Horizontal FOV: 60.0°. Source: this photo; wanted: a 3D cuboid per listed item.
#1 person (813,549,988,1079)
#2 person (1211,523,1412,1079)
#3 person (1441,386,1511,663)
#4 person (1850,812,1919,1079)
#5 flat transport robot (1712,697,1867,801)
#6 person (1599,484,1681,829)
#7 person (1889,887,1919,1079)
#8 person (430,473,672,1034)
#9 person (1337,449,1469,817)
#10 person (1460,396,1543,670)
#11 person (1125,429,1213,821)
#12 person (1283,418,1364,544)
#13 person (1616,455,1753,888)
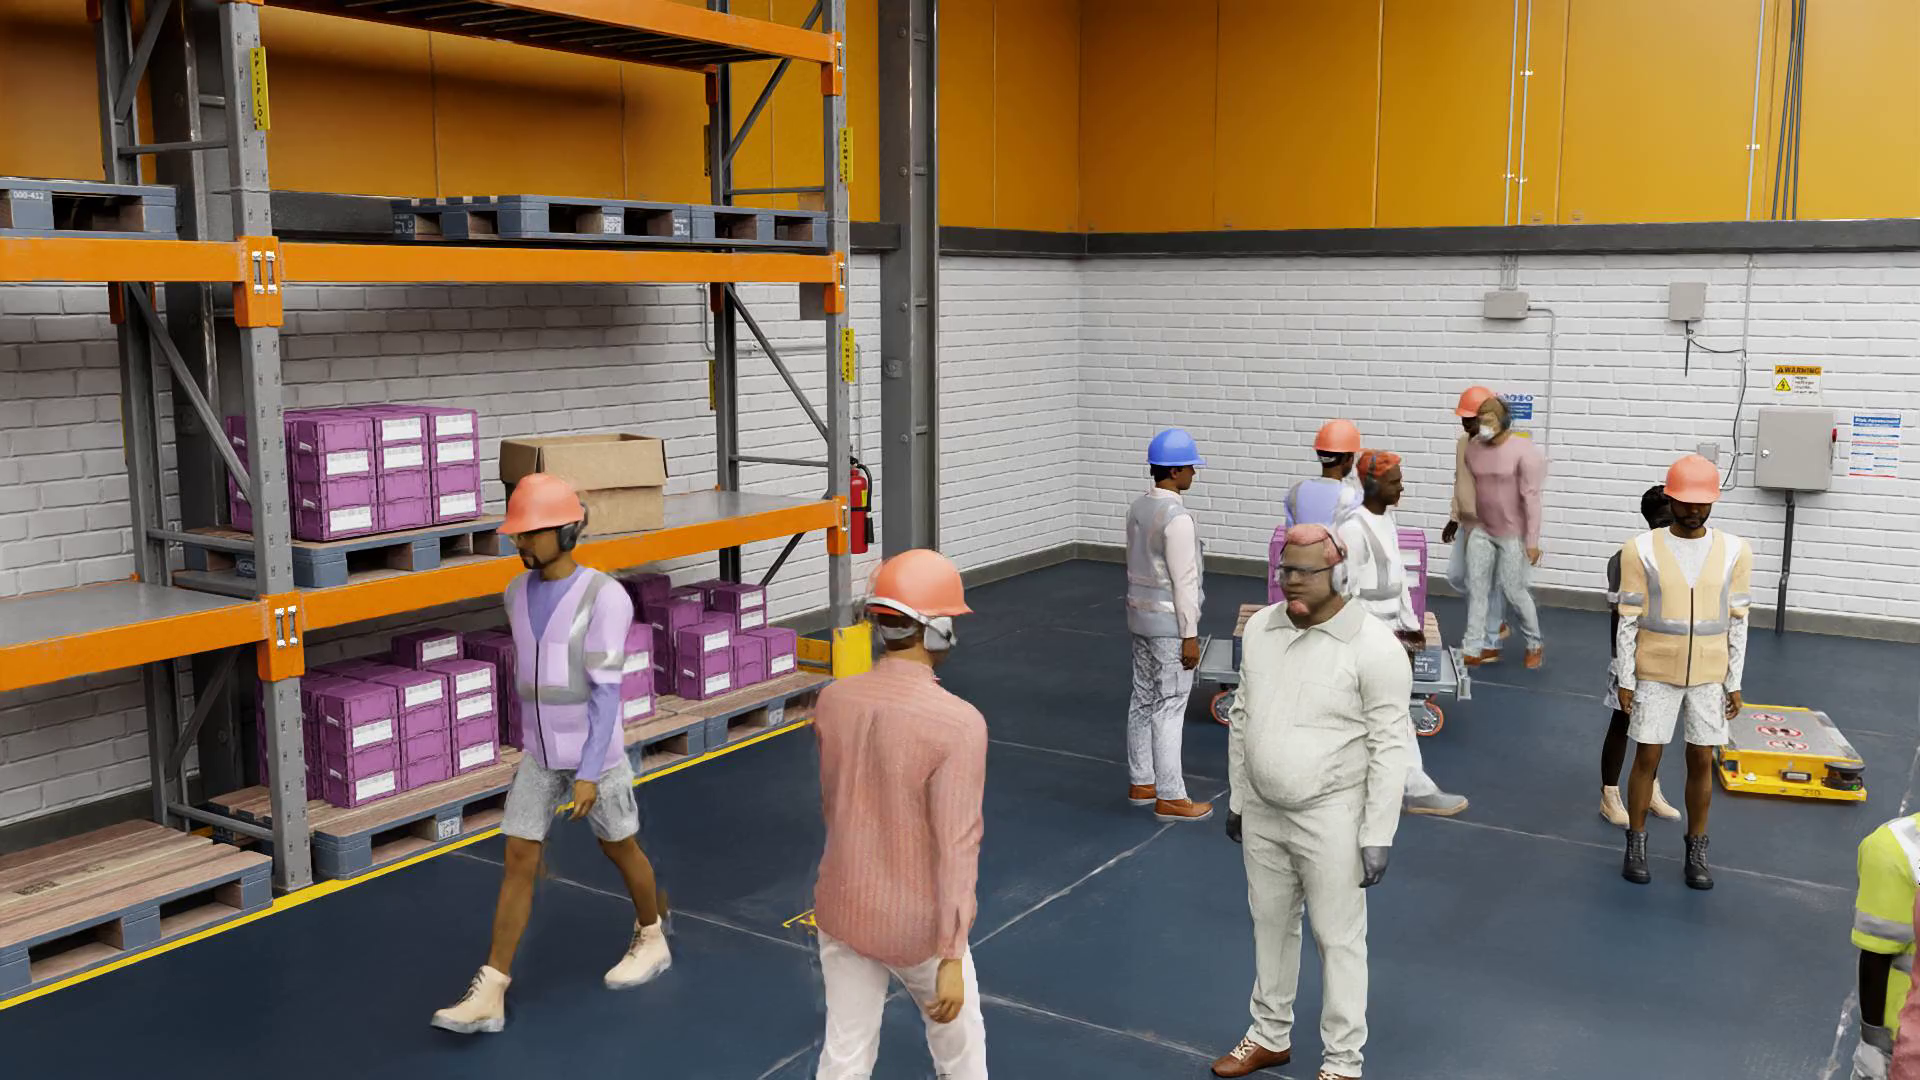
[{"bbox_3d":[-0.103,0.995,4.549,0.625,1.942,0.958,6,11,36],"label":"person"},{"bbox_3d":[1.109,0.887,5.386,0.408,1.905,0.654,-7,11,-40],"label":"person"},{"bbox_3d":[3.627,-0.100,11.614,0.520,1.960,0.642,-2,9,-11],"label":"person"},{"bbox_3d":[2.389,1.203,3.999,0.535,1.699,0.321,0,9,-3],"label":"person"},{"bbox_3d":[4.477,1.123,9.150,0.652,0.197,1.431,3,9,17],"label":"flat transport robot"},{"bbox_3d":[3.390,0.563,8.160,0.540,1.698,0.317,-4,10,-24],"label":"person"},{"bbox_3d":[2.014,1.239,2.994,0.638,1.938,0.356,7,11,38],"label":"person"},{"bbox_3d":[-1.452,0.752,6.007,0.611,1.987,1.052,5,10,30],"label":"person"},{"bbox_3d":[2.093,0.454,8.458,0.989,1.834,0.577,4,10,26],"label":"person"},{"bbox_3d":[3.707,-0.038,11.419,0.706,1.916,0.650,-5,10,-29],"label":"person"},{"bbox_3d":[1.026,0.419,8.294,0.386,1.948,0.601,-3,9,-19],"label":"person"},{"bbox_3d":[2.015,0.305,9.080,0.368,1.938,0.543,-8,12,-42],"label":"person"},{"bbox_3d":[3.170,0.582,7.318,0.539,1.929,0.388,2,9,11],"label":"person"}]
